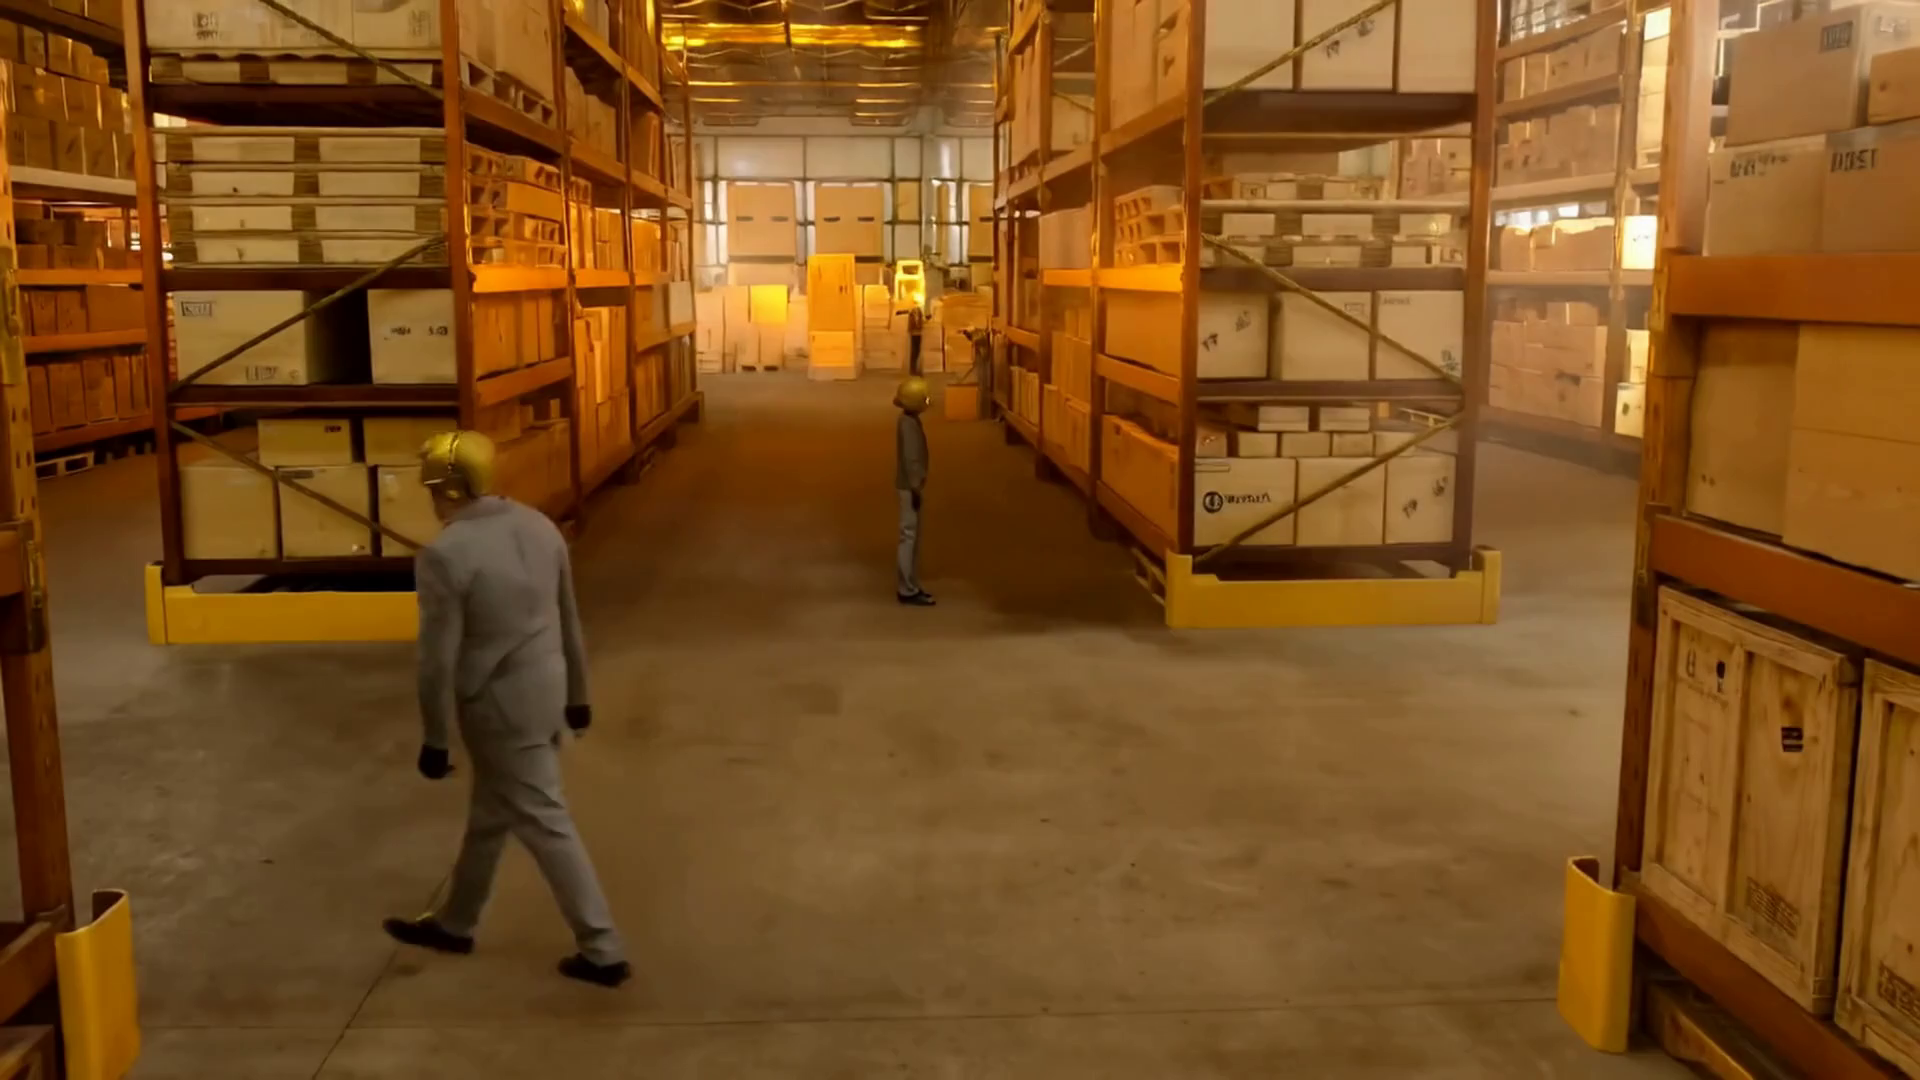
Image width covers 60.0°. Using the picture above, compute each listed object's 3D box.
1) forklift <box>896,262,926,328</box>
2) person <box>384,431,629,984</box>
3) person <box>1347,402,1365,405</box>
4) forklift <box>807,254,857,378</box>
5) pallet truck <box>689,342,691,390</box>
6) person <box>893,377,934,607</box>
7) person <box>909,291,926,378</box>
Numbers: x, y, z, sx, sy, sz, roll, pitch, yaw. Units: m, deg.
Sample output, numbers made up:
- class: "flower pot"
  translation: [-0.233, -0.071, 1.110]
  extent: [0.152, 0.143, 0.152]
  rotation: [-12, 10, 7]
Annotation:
- class: "forklift"
  translation: [-1.780, -8.547, 59.499]
  extent: [1.129, 2.768, 1.873]
  rotation: [-1, 9, -4]
- class: "person"
  translation: [-1.515, 0.560, 5.547]
  extent: [0.942, 1.855, 0.659]
  rotation: [2, 9, 15]
- class: "person"
  translation: [5.615, -2.371, 23.921]
  extent: [0.448, 1.863, 0.761]
  rotation: [-5, 10, -26]
- class: "forklift"
  translation: [-2.942, -5.145, 38.138]
  extent: [1.129, 2.768, 1.873]
  rotation: [-1, 9, -4]
- class: "pallet truck"
  translation: [-5.225, -3.008, 27.480]
  extent: [1.885, 1.965, 0.823]
  rotation: [2, 9, 14]
- class: "person"
  translation: [-0.335, -0.346, 11.905]
  extent: [0.280, 1.633, 0.502]
  rotation: [-1, 9, -4]
- class: "person"
  translation: [-0.982, -4.699, 38.109]
  extent: [0.381, 1.994, 0.614]
  rotation: [-1, 9, -4]
